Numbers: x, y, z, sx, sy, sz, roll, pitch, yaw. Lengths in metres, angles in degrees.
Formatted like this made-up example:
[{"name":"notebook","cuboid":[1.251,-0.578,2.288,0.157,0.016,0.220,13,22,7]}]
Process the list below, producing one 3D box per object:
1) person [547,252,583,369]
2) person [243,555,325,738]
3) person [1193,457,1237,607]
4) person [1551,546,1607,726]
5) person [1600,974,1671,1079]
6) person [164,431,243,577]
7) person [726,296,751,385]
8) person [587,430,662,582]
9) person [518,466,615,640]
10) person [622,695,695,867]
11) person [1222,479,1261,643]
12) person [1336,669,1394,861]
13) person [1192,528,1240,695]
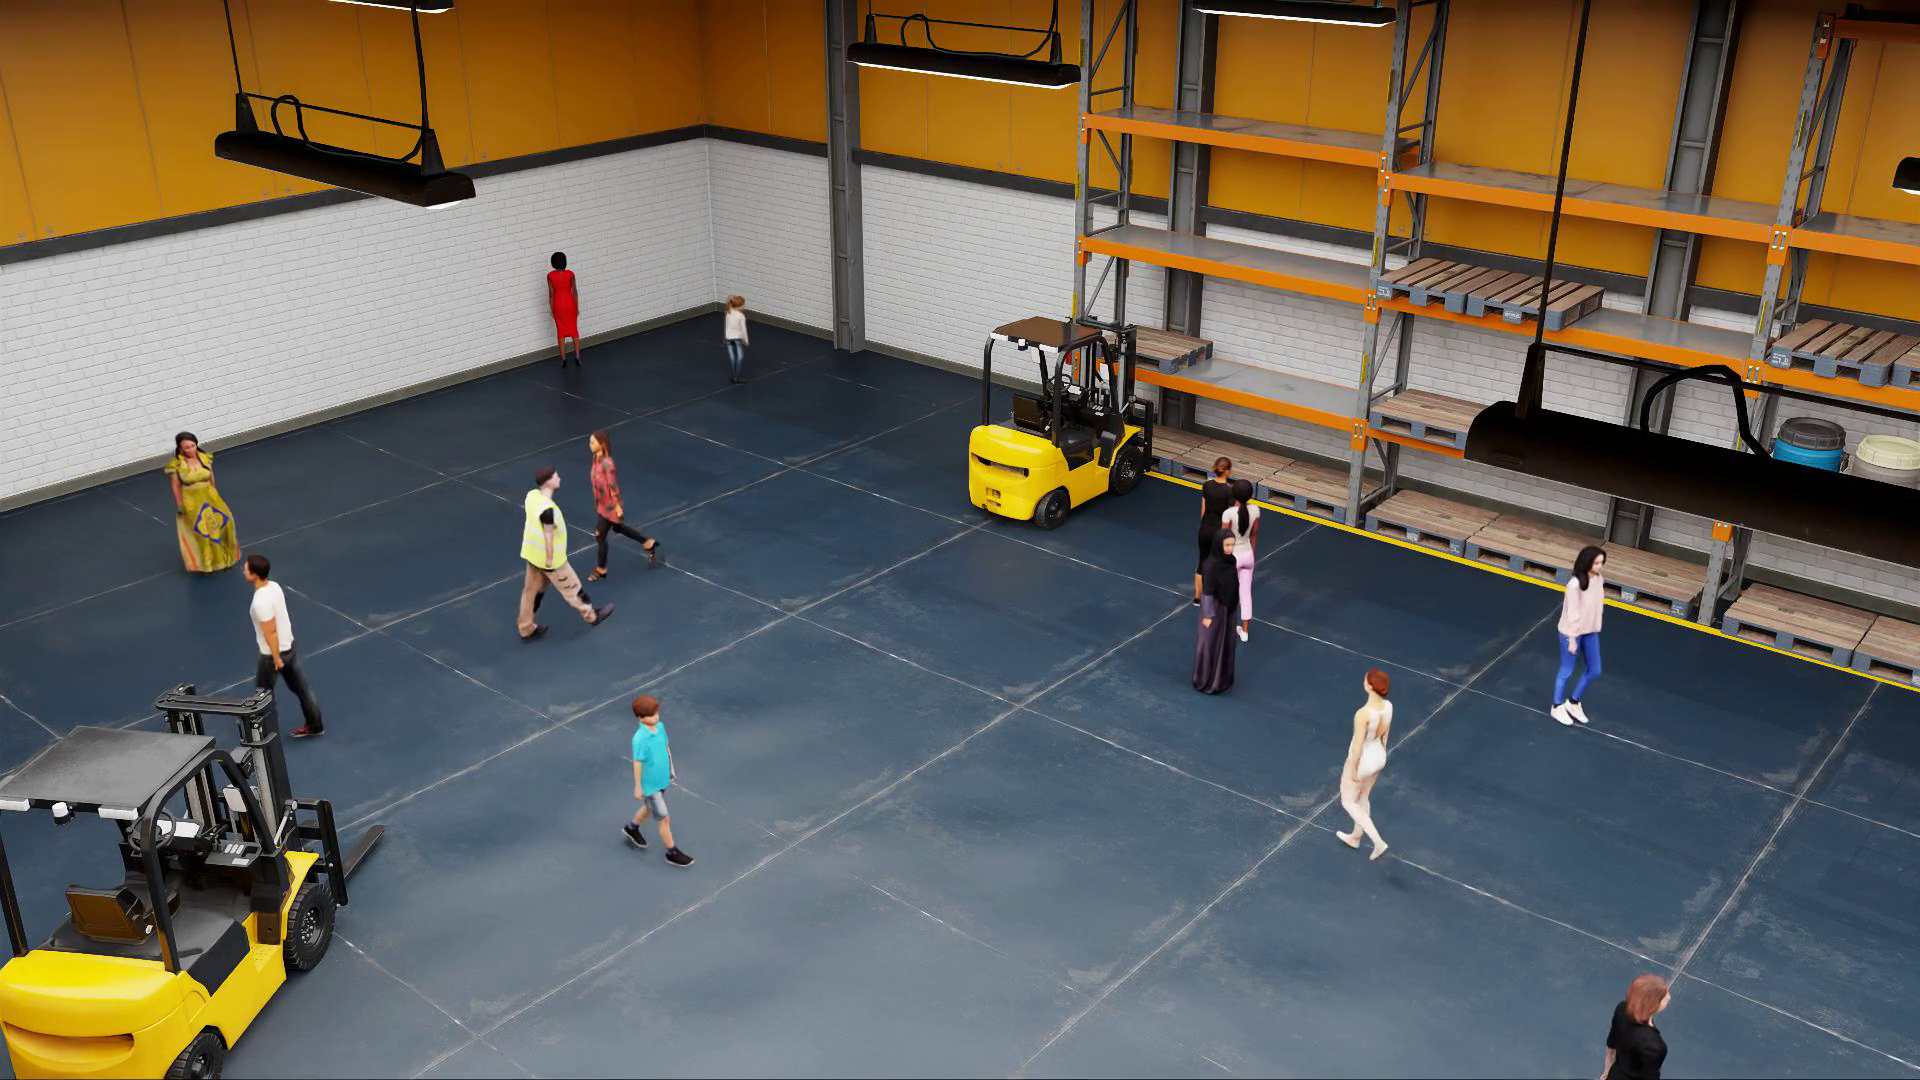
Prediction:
[{"name":"person","cuboid":[-5.852,-3.411,24.615,0.645,1.743,0.673,-6,24,-13]},{"name":"person","cuboid":[-5.889,0.959,14.569,1.025,1.781,0.959,-1,24,-2]},{"name":"person","cuboid":[2.620,-0.067,17.063,0.454,1.665,0.655,20,31,38]},{"name":"person","cuboid":[5.473,0.827,14.910,0.751,1.751,0.761,-10,25,-21]},{"name":"person","cuboid":[3.755,3.203,9.543,0.819,1.695,0.757,0,24,1]},{"name":"person","cuboid":[-8.220,-0.403,17.857,0.719,1.645,0.753,18,30,36]},{"name":"person","cuboid":[-3.258,-2.895,23.991,0.530,1.298,0.635,3,24,7]},{"name":"person","cuboid":[-3.662,-0.383,17.778,0.917,1.672,1.117,-14,27,-28]},{"name":"person","cuboid":[-4.130,0.172,16.371,0.935,1.781,1.174,-18,29,-35]},{"name":"person","cuboid":[-2.450,1.847,12.984,0.991,1.425,0.697,10,26,22]},{"name":"person","cuboid":[2.727,0.202,16.352,0.646,1.741,0.658,-9,25,-20]},{"name":"person","cuboid":[3.207,1.766,12.914,0.677,1.629,0.867,-16,28,-32]},{"name":"person","cuboid":[2.404,0.636,15.517,0.624,1.614,0.614,-20,31,-38]}]
